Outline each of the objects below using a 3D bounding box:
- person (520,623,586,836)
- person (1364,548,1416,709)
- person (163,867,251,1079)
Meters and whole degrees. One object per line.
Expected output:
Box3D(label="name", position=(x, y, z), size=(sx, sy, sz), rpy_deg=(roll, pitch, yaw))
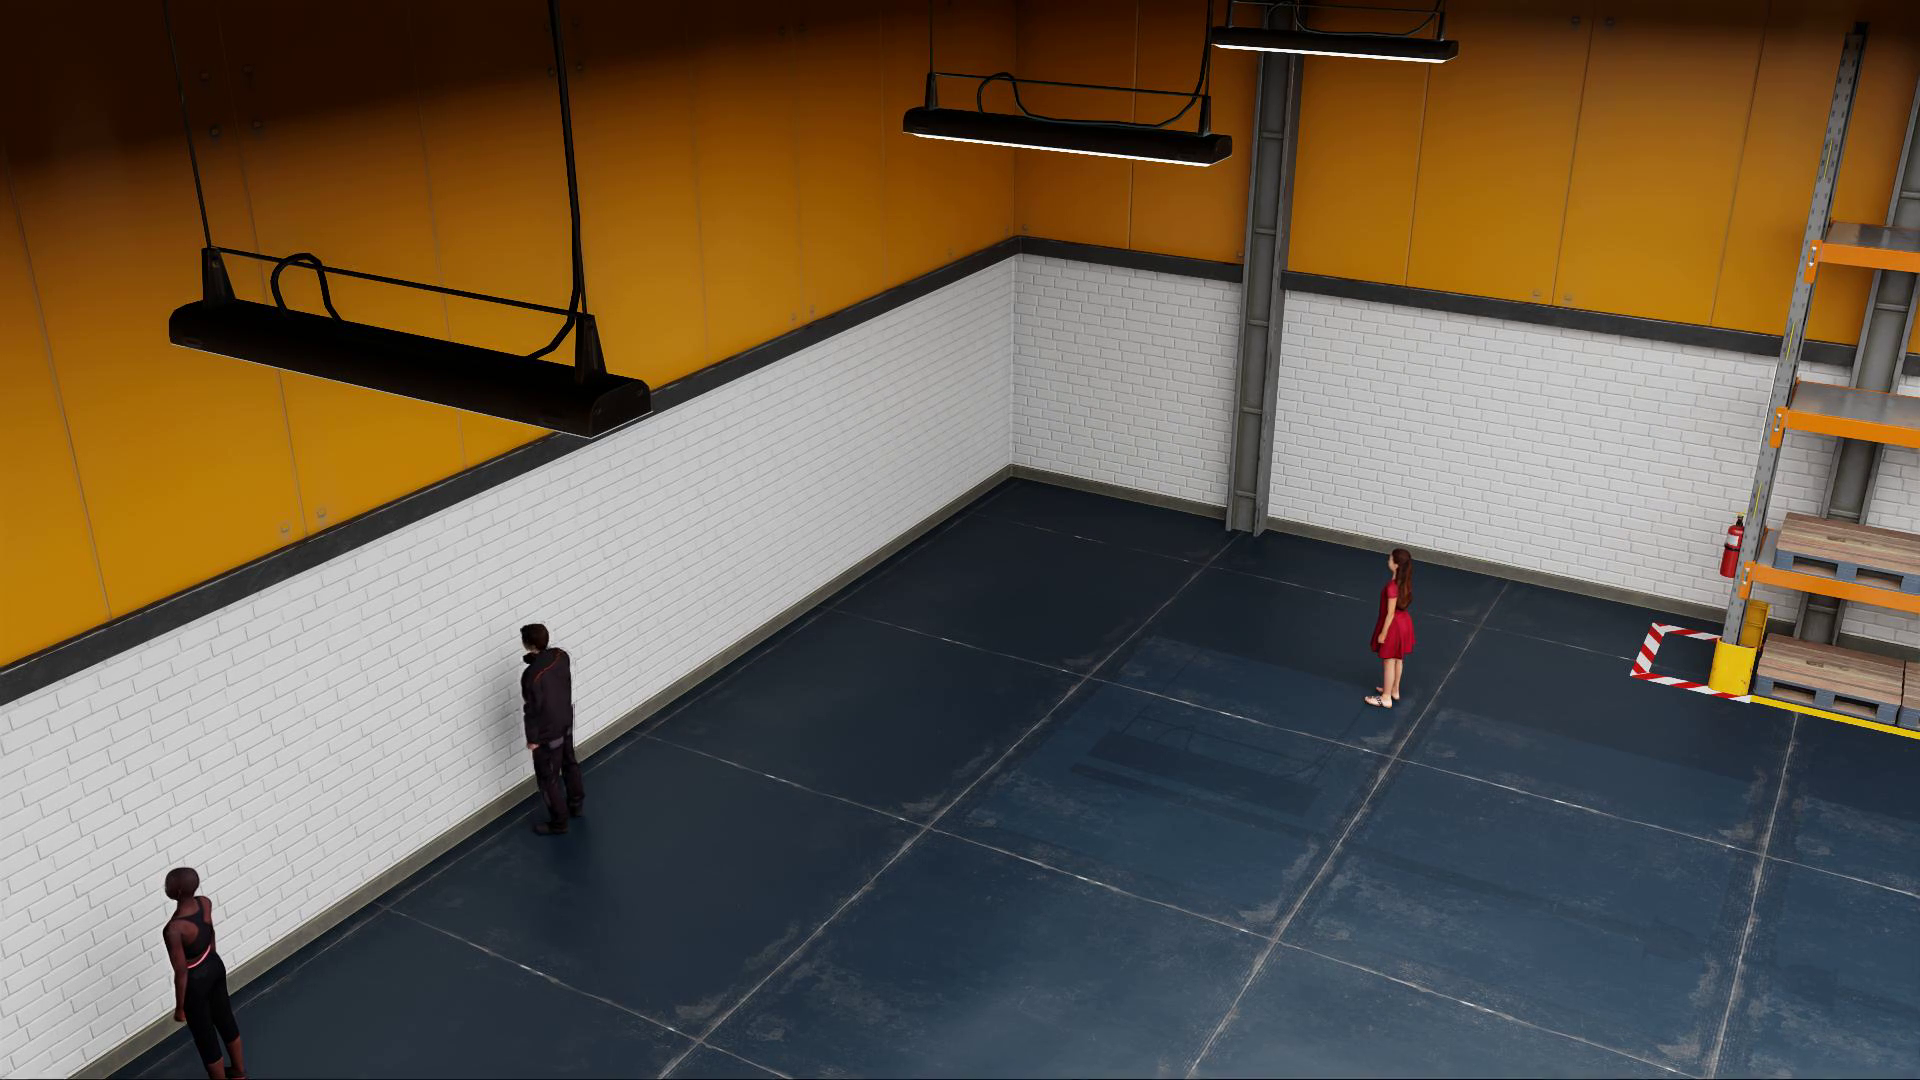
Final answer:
Box3D(label="person", position=(-3.267, 1.478, 13.380), size=(0.624, 1.836, 0.762), rpy_deg=(12, 26, 25))
Box3D(label="person", position=(3.998, 0.794, 15.299), size=(0.618, 1.554, 0.558), rpy_deg=(16, 28, 33))
Box3D(label="person", position=(-4.758, 2.799, 10.460), size=(0.643, 1.754, 0.648), rpy_deg=(3, 24, 8))
